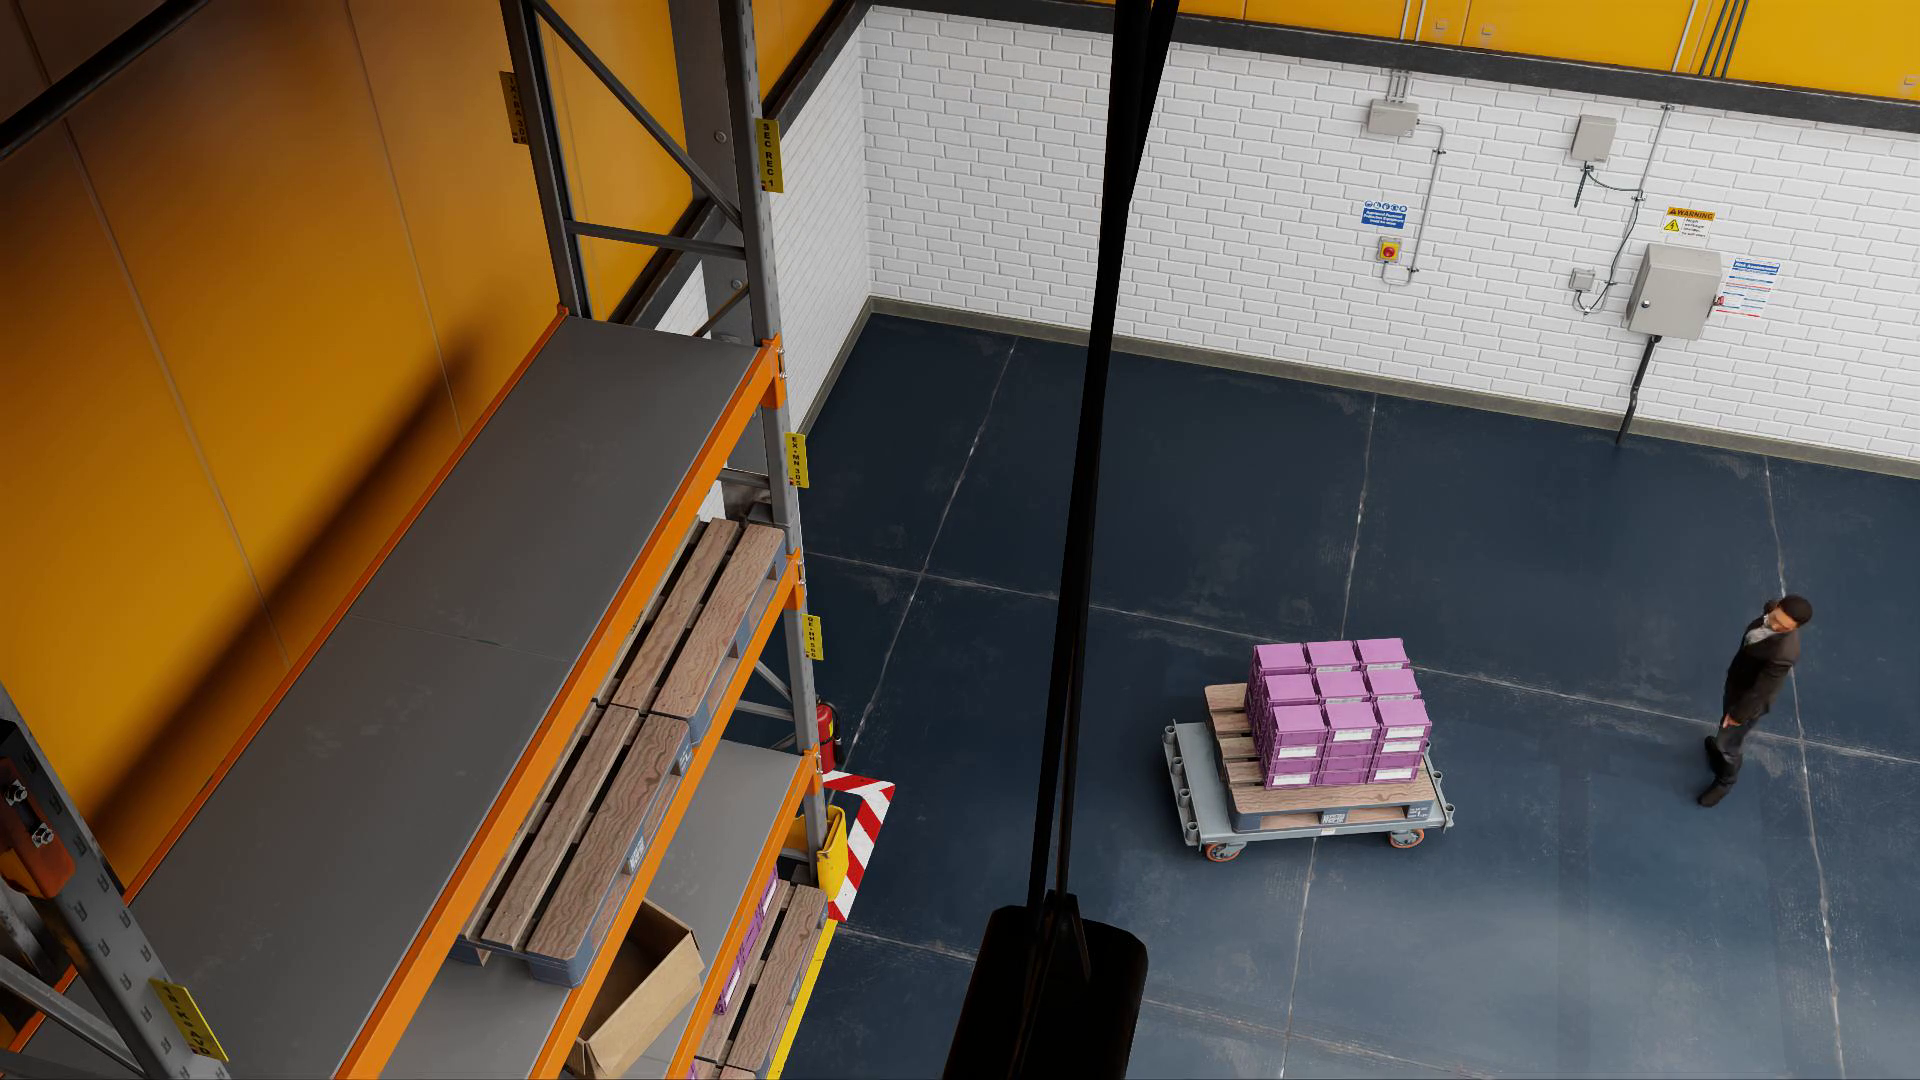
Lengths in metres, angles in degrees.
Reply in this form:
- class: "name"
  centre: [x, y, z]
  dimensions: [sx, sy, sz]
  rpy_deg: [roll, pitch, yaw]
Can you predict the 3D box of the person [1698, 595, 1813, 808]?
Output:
- class: "person"
  centre: [4.834, 0.856, 10.096]
  dimensions: [0.862, 1.771, 0.496]
  rpy_deg: [23, 48, 22]
